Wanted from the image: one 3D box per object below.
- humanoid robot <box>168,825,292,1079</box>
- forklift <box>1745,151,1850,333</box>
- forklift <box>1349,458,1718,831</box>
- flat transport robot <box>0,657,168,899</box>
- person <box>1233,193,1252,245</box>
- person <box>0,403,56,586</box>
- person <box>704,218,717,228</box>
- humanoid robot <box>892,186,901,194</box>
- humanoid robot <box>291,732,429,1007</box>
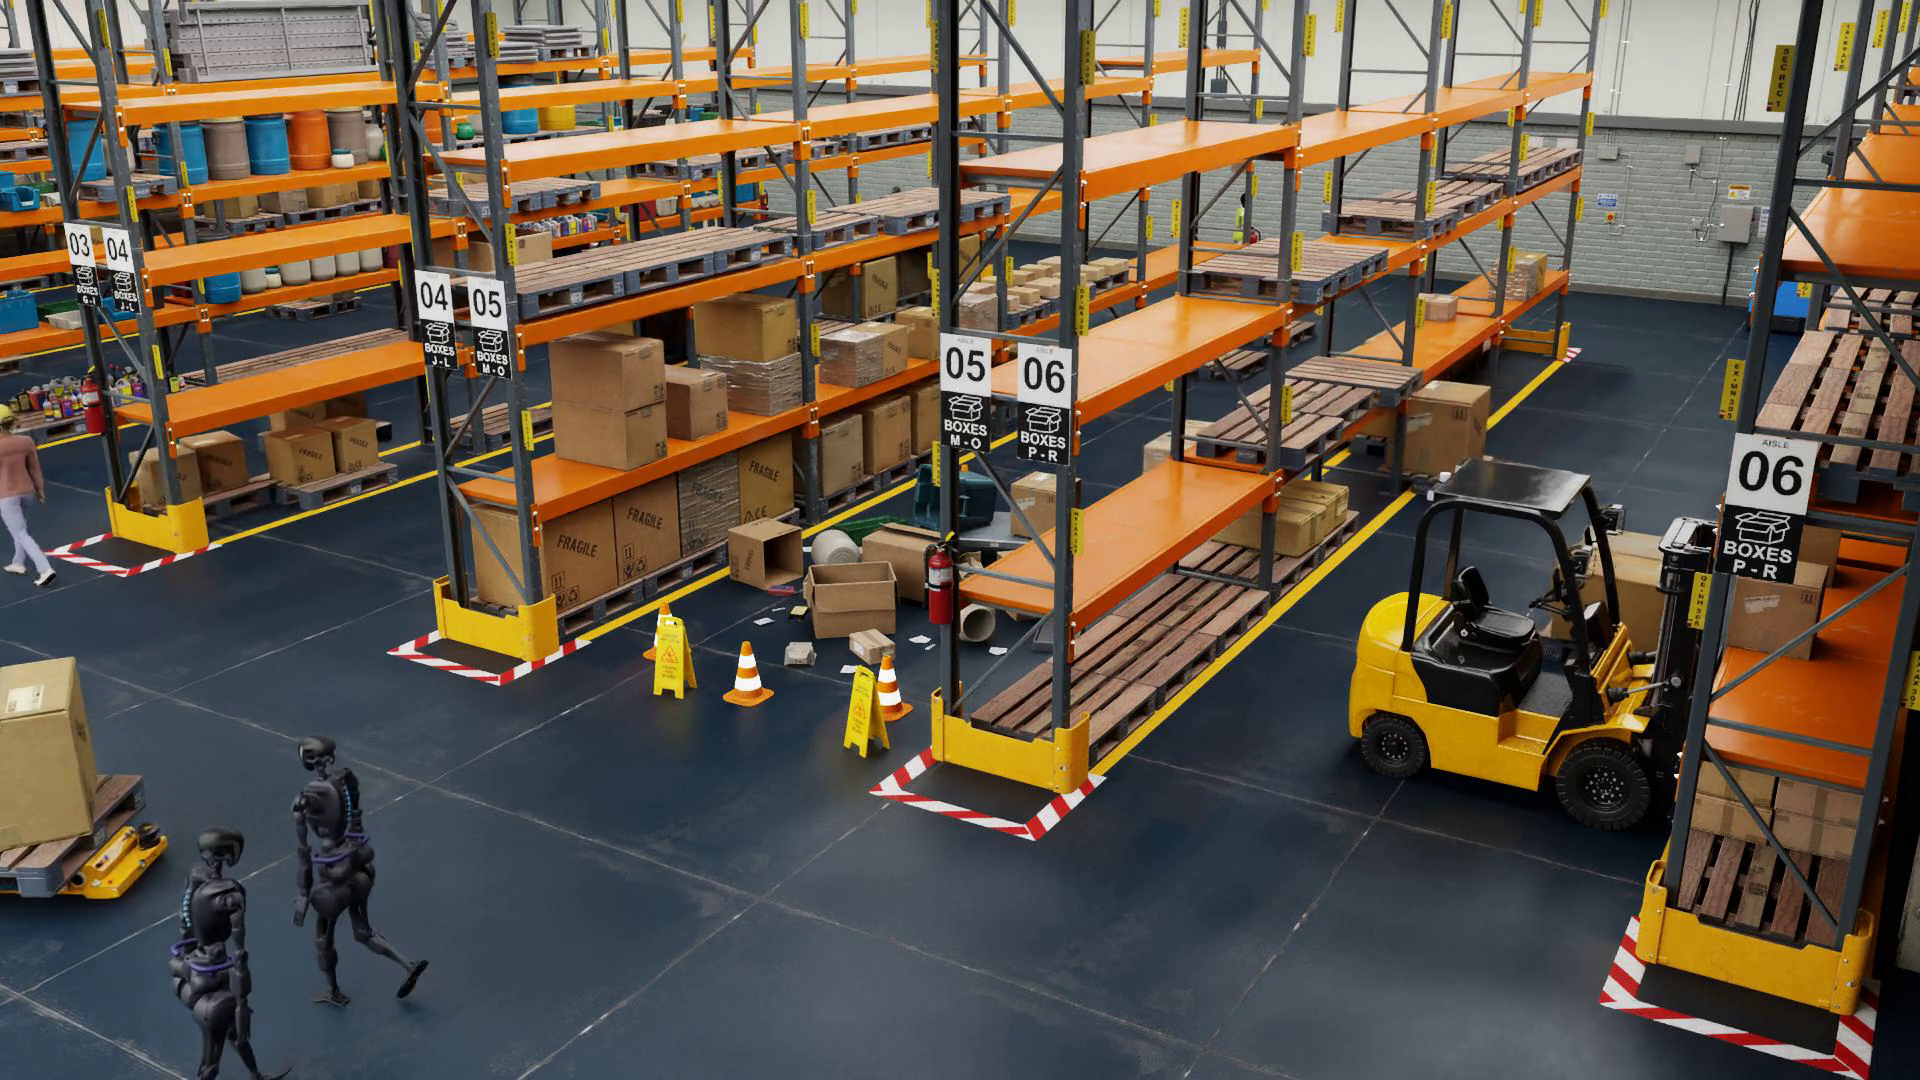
[{"bbox_3d":[-3.698,2.169,8.230,0.616,1.617,0.681,15,24,37],"label":"humanoid robot"},{"bbox_3d":[13.620,-4.667,26.137,1.873,2.768,1.129,11,22,29],"label":"forklift"},{"bbox_3d":[3.988,0.658,11.776,2.313,2.155,1.214,11,22,29],"label":"forklift"},{"bbox_3d":[-5.956,2.058,10.666,1.431,0.231,0.659,0,19,1],"label":"flat transport robot"},{"bbox_3d":[5.148,-5.479,30.285,0.323,1.685,0.539,-2,19,-5],"label":"person"},{"bbox_3d":[-8.865,-0.436,15.641,0.876,1.727,0.531,9,21,25],"label":"person"},{"bbox_3d":[-5.244,-7.060,34.860,0.489,1.688,0.352,-6,20,-17],"label":"person"},{"bbox_3d":[-1.193,-5.856,31.400,0.612,1.660,0.309,-11,22,-30],"label":"humanoid robot"},{"bbox_3d":[-3.371,1.844,9.171,0.652,1.630,0.594,5,20,14],"label":"humanoid robot"}]
